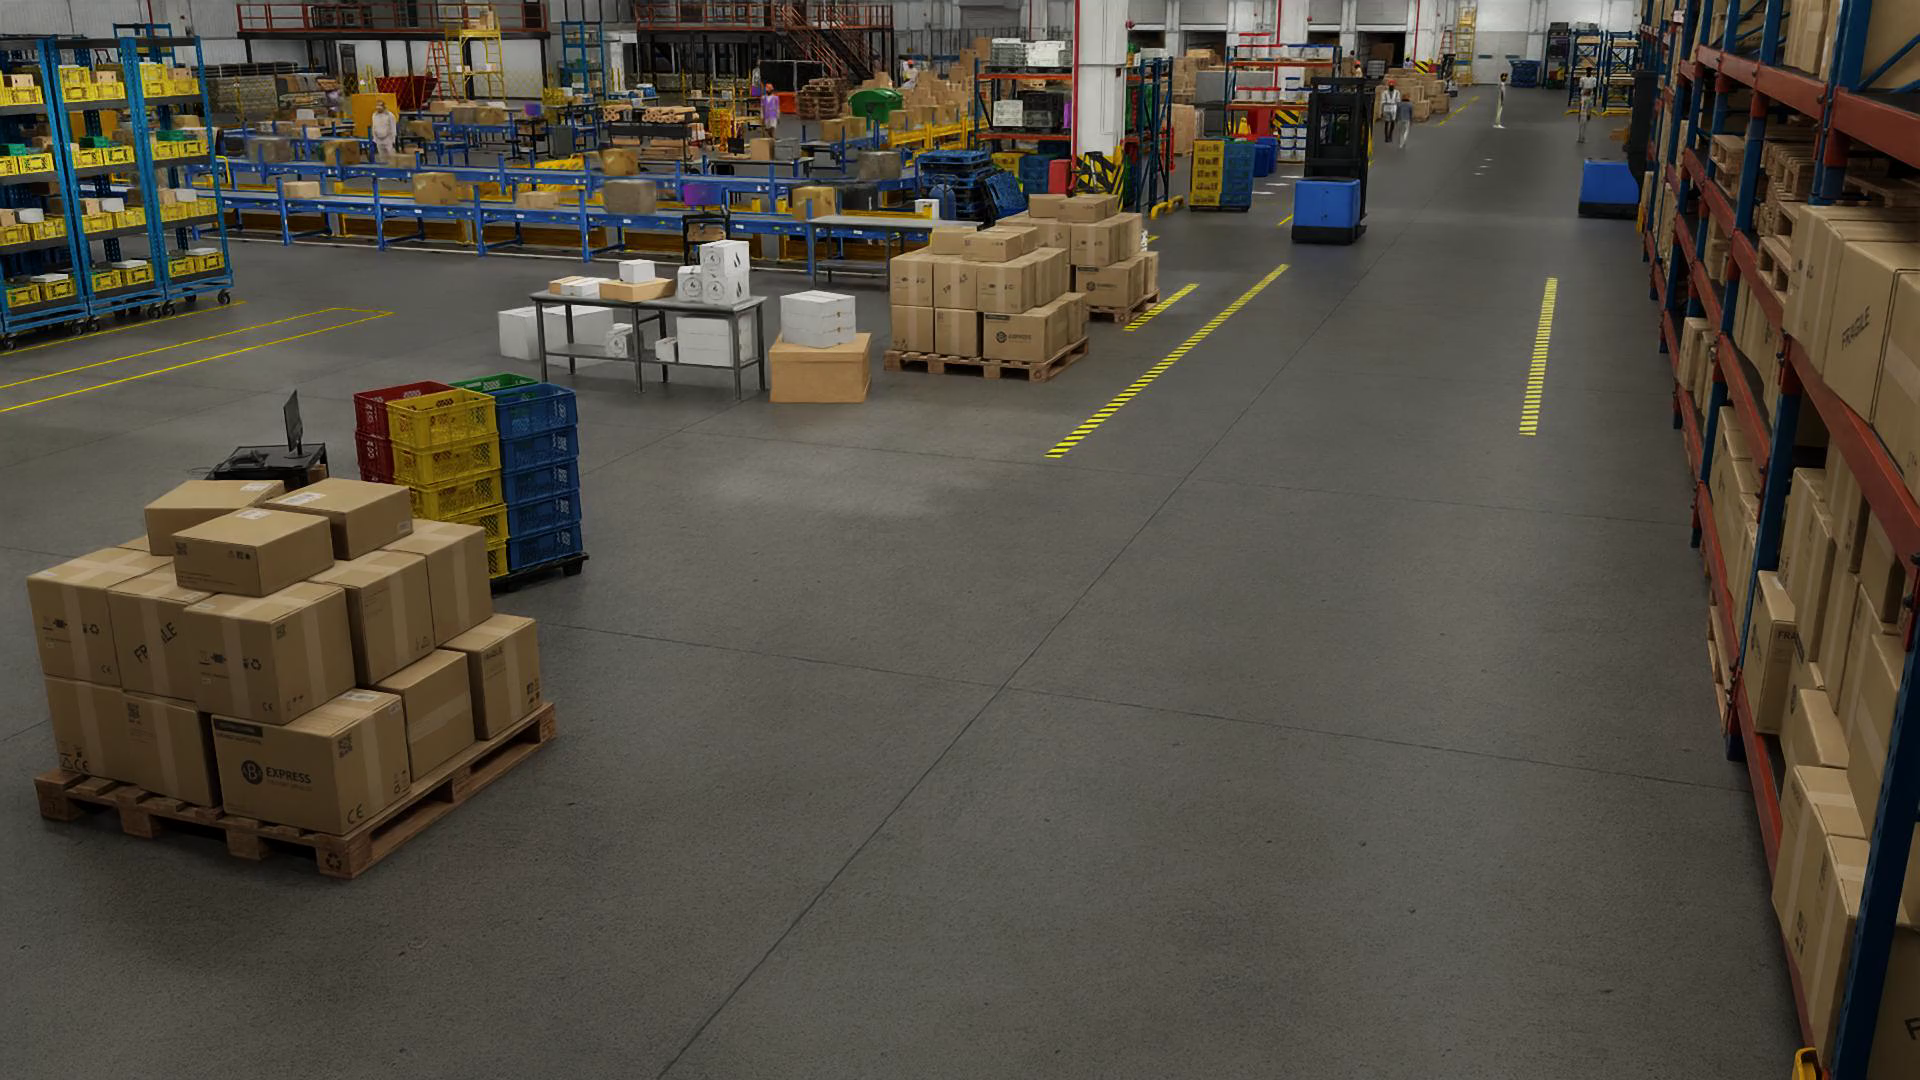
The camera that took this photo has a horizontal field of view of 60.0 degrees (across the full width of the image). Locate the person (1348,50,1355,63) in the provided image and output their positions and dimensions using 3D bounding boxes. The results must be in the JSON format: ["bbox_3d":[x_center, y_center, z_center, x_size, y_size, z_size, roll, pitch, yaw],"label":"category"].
[{"bbox_3d":[21.604,-26.097,91.841,0.430,1.845,0.620,-1,18,-2],"label":"person"}]

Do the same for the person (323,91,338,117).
[{"bbox_3d":[-19.412,-13.226,51.114,0.615,2.012,0.822,10,20,28],"label":"person"}]

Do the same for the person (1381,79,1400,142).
[{"bbox_3d":[13.251,-13.216,51.239,0.580,1.914,0.681,3,18,10],"label":"person"}]

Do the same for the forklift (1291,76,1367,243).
[{"bbox_3d":[6.598,-6.755,29.381,1.129,2.768,1.873,6,19,19],"label":"forklift"}]

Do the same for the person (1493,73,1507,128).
[{"bbox_3d":[18.771,-15.246,57.710,0.327,1.865,0.520,1,18,2],"label":"person"}]

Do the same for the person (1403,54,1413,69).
[{"bbox_3d":[21.654,-22.560,80.590,0.367,1.927,0.590,-12,21,-33],"label":"person"}]

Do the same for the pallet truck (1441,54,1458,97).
[{"bbox_3d":[22.765,-21.886,78.355,0.823,1.965,1.885,-4,18,-14],"label":"pallet truck"}]

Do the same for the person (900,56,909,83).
[{"bbox_3d":[-2.633,-22.629,80.963,0.580,1.837,0.960,2,18,5],"label":"person"}]

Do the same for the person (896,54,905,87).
[{"bbox_3d":[-2.934,-23.193,82.712,0.516,1.843,0.326,-4,18,-12],"label":"person"}]

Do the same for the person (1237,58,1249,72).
[{"bbox_3d":[12.627,-20.798,74.868,0.682,2.000,0.538,13,22,34],"label":"person"}]

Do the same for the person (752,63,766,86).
[{"bbox_3d":[-8.524,-19.253,70.352,0.593,1.829,0.997,3,18,9],"label":"person"}]

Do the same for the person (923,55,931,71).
[{"bbox_3d":[-1.644,-22.594,80.823,0.645,1.867,1.013,9,20,26],"label":"person"}]

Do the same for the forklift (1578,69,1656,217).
[{"bbox_3d":[13.219,-7.740,32.475,1.873,2.768,1.129,6,19,18],"label":"forklift"}]

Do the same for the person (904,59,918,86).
[{"bbox_3d":[-2.043,-19.072,69.546,0.646,1.972,0.460,-5,18,-14],"label":"person"}]

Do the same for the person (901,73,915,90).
[{"bbox_3d":[-1.855,-15.367,58.141,0.404,1.832,0.598,16,23,40],"label":"person"}]

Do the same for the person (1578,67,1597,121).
[{"bbox_3d":[23.090,-16.425,61.270,0.606,1.958,0.378,5,18,16],"label":"person"}]

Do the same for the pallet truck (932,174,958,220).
[{"bbox_3d":[-0.507,-5.292,27.348,0.653,1.274,1.630,6,19,19],"label":"pallet truck"}]

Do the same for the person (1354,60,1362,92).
[{"bbox_3d":[16.672,-19.168,69.918,0.377,1.932,0.551,8,19,23],"label":"person"}]

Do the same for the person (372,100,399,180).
[{"bbox_3d":[-13.812,-9.593,39.905,0.641,1.898,0.396,6,19,17],"label":"person"}]

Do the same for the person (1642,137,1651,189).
[{"bbox_3d":[14.625,-8.004,35.158,0.442,1.731,0.538,10,20,29],"label":"person"}]

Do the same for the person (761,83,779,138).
[{"bbox_3d":[-5.563,-12.462,48.898,0.553,1.915,0.826,3,18,10],"label":"person"}]

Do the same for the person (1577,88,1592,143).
[{"bbox_3d":[19.319,-13.125,51.412,0.313,1.637,0.513,0,18,-1],"label":"person"}]

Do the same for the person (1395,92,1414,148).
[{"bbox_3d":[13.129,-12.403,49.174,0.510,1.617,0.438,5,18,14],"label":"person"}]
